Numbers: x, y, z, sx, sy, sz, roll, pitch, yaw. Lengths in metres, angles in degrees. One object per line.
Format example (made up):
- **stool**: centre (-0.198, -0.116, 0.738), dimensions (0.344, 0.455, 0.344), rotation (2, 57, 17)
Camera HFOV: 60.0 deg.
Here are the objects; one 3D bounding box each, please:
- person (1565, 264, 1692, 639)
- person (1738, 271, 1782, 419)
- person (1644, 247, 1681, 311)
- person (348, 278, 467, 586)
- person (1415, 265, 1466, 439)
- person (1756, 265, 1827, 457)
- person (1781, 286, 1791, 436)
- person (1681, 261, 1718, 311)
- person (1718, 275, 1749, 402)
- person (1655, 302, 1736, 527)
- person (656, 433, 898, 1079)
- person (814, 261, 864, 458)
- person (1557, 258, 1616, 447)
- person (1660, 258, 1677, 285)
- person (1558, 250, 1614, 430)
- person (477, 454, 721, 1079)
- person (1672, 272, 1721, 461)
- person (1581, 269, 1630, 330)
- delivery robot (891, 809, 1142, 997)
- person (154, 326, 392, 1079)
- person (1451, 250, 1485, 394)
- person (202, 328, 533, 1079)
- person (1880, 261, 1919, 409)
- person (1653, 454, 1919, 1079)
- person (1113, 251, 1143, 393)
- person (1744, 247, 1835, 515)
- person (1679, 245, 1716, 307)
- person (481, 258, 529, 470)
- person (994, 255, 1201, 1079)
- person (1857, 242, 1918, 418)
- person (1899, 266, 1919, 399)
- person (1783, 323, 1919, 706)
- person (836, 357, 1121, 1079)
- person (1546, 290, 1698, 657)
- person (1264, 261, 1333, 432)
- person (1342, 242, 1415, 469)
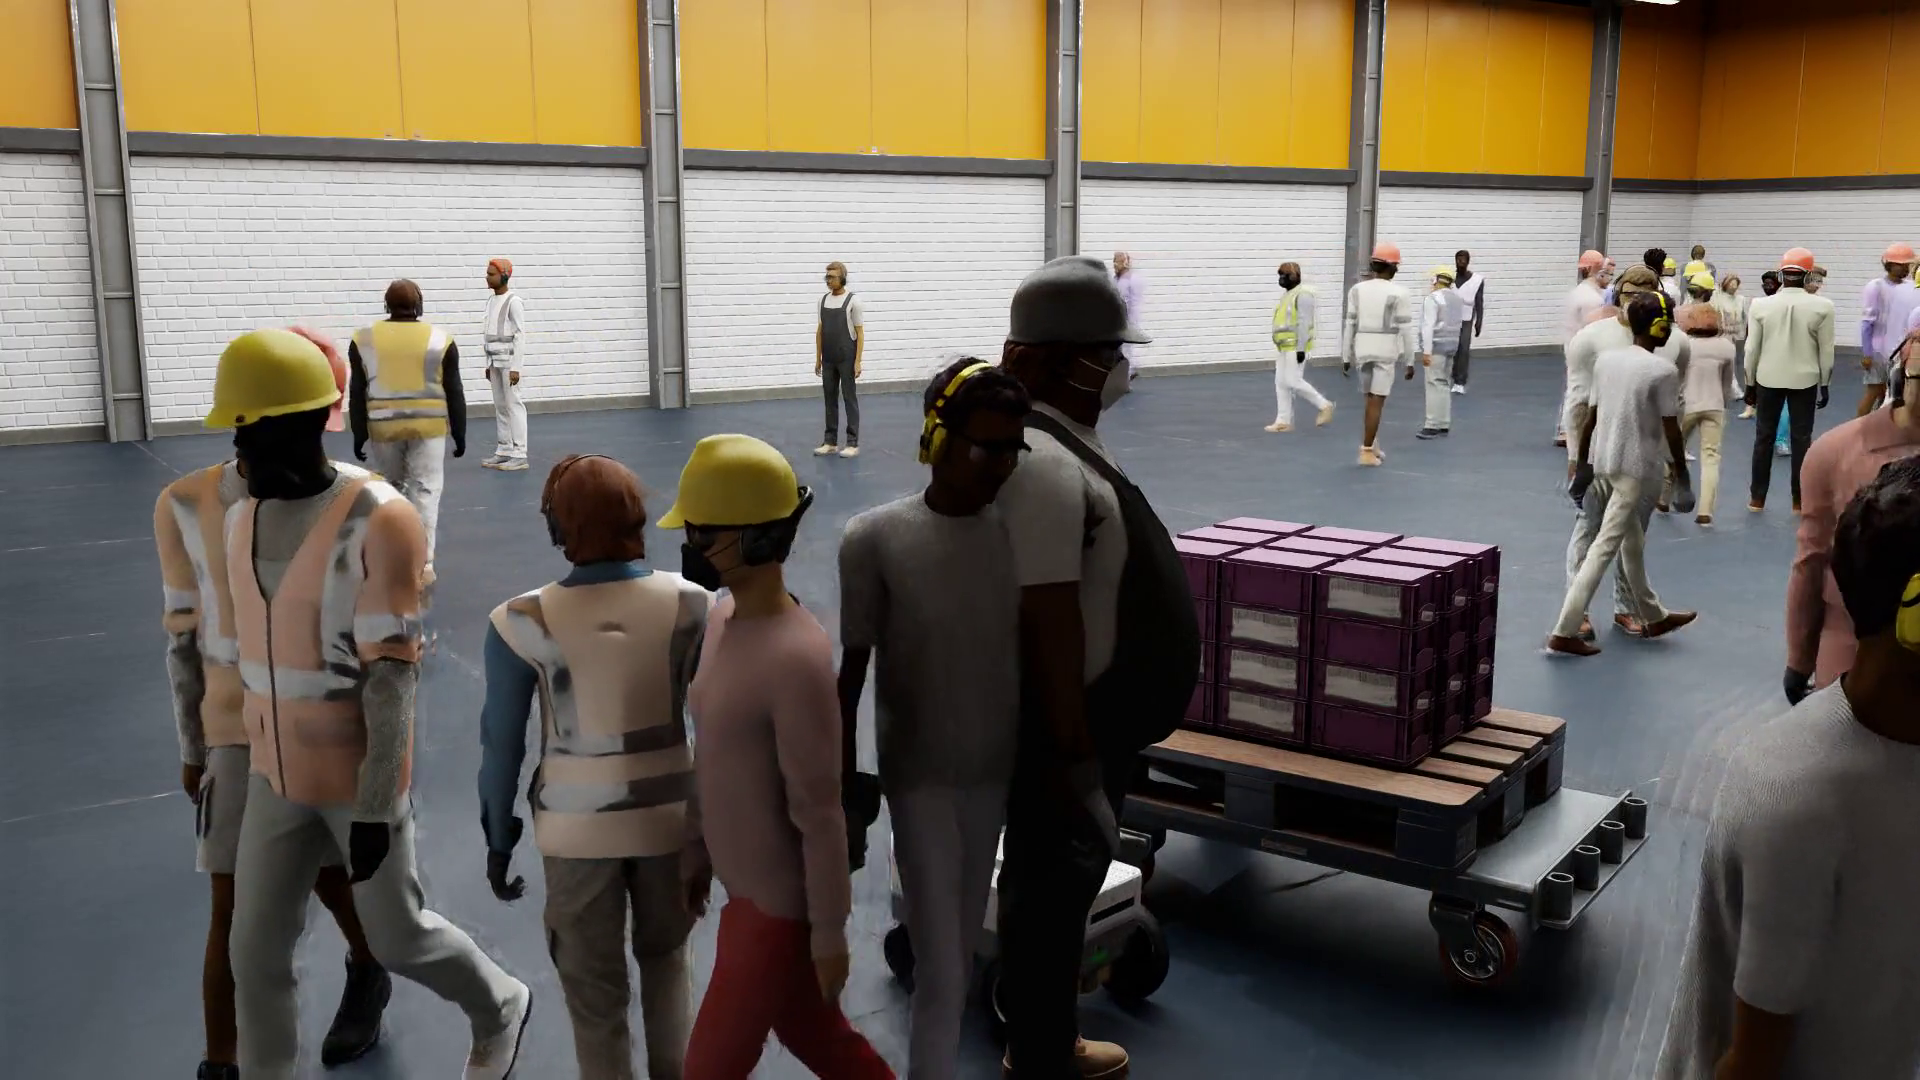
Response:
- **person**: centre (3.439, -0.447, 8.613), dimensions (0.628, 1.936, 0.375), rotation (0, 10, -2)
- **person**: centre (9.122, -2.186, 18.804), dimensions (0.316, 1.693, 0.541), rotation (-8, 13, -38)
- **person**: centre (7.070, -2.003, 17.055), dimensions (0.607, 1.966, 0.367), rotation (9, 14, 41)
- **person**: centre (-3.296, -0.646, 9.995), dimensions (0.663, 1.825, 0.537), rotation (-2, 11, -11)
- **person**: centre (4.938, -1.951, 17.297), dimensions (0.742, 1.787, 0.408), rotation (-9, 14, -40)
- **person**: centre (7.899, -1.674, 15.693), dimensions (0.614, 1.803, 0.745), rotation (0, 10, 0)
- **person**: centre (8.537, -1.849, 17.168), dimensions (0.517, 1.615, 0.387), rotation (4, 11, 23)
- **person**: centre (9.008, -2.536, 20.510), dimensions (0.927, 1.772, 0.614), rotation (0, 10, 0)
- **person**: centre (9.718, -2.527, 20.950), dimensions (0.526, 1.588, 0.886), rotation (-4, 11, -21)
- **person**: centre (5.377, -0.927, 12.183), dimensions (0.506, 1.598, 0.816), rotation (1, 10, 6)
- **person**: centre (-0.356, 0.648, 3.206), dimensions (0.848, 1.730, 0.529), rotation (-4, 11, -22)
- **person**: centre (-1.151, -1.701, 15.733), dimensions (0.520, 1.844, 0.331), rotation (6, 12, 30)
- **person**: centre (6.136, -1.822, 16.323), dimensions (0.467, 1.870, 0.673), rotation (3, 11, 16)
- **person**: centre (11.030, -3.529, 26.034), dimensions (0.295, 1.744, 0.484), rotation (-3, 11, -17)
- **person**: centre (6.641, -2.088, 17.599), dimensions (0.362, 1.935, 0.553), rotation (-5, 11, -25)
- **person**: centre (-0.721, 0.631, 3.520), dimensions (0.562, 1.623, 0.423), rotation (-4, 11, -23)
- **person**: centre (6.784, -1.599, 15.444), dimensions (0.461, 1.753, 0.520), rotation (-4, 11, -20)
- **person**: centre (4.866, -1.065, 12.244), dimensions (0.658, 1.852, 0.973), rotation (5, 12, 27)
- **delivery robot**: centre (0.139, 0.941, 4.531), dimensions (0.707, 0.478, 0.477), rotation (10, 14, 43)
- **person**: centre (-1.566, 0.436, 3.932), dimensions (0.565, 1.887, 0.779), rotation (-2, 11, -11)
- **person**: centre (6.587, -2.878, 22.047), dimensions (0.586, 1.887, 0.904), rotation (7, 12, 33)
- **person**: centre (-1.354, 0.472, 3.689), dimensions (0.589, 1.895, 0.851), rotation (5, 11, 25)
- **person**: centre (9.048, -1.731, 15.792), dimensions (0.970, 1.883, 0.657), rotation (-3, 11, -17)
- **person**: centre (0.968, 0.785, 2.139), dimensions (0.567, 1.843, 0.701), rotation (-9, 14, -40)
- **person**: centre (2.156, -2.880, 22.079), dimensions (0.452, 1.895, 0.648), rotation (-6, 12, -30)
- **person**: centre (6.212, -1.184, 12.486), dimensions (0.608, 1.996, 0.380), rotation (6, 12, 30)
- **person**: centre (12.753, -4.139, 28.846), dimensions (0.636, 1.936, 0.354), rotation (-1, 10, -8)
- **person**: centre (-4.094, -1.570, 14.912), dimensions (0.355, 1.885, 0.574), rotation (-9, 14, -42)
- **person**: centre (0.279, 0.373, 3.826), dimensions (0.538, 2.000, 0.684), rotation (0, 10, 1)
- **person**: centre (8.906, -1.828, 15.946), dimensions (0.609, 2.029, 0.442), rotation (-4, 11, -19)
- **person**: centre (7.641, -1.213, 12.968), dimensions (0.638, 1.896, 0.549), rotation (-2, 10, -9)
- **person**: centre (2.670, 0.312, 4.664), dimensions (0.653, 1.871, 0.882), rotation (6, 12, 28)
- **person**: centre (0.042, 0.546, 3.461), dimensions (0.508, 1.832, 0.809), rotation (-6, 12, -30)
- **person**: centre (3.364, -0.324, 8.279), dimensions (1.003, 1.810, 0.534), rotation (-3, 11, -18)
- **person**: centre (3.600, -2.045, 17.697), dimensions (0.615, 1.820, 0.635), rotation (-2, 11, -12)
- **person**: centre (3.839, -1.670, 15.058), dimensions (0.644, 2.017, 0.776), rotation (10, 14, 43)
